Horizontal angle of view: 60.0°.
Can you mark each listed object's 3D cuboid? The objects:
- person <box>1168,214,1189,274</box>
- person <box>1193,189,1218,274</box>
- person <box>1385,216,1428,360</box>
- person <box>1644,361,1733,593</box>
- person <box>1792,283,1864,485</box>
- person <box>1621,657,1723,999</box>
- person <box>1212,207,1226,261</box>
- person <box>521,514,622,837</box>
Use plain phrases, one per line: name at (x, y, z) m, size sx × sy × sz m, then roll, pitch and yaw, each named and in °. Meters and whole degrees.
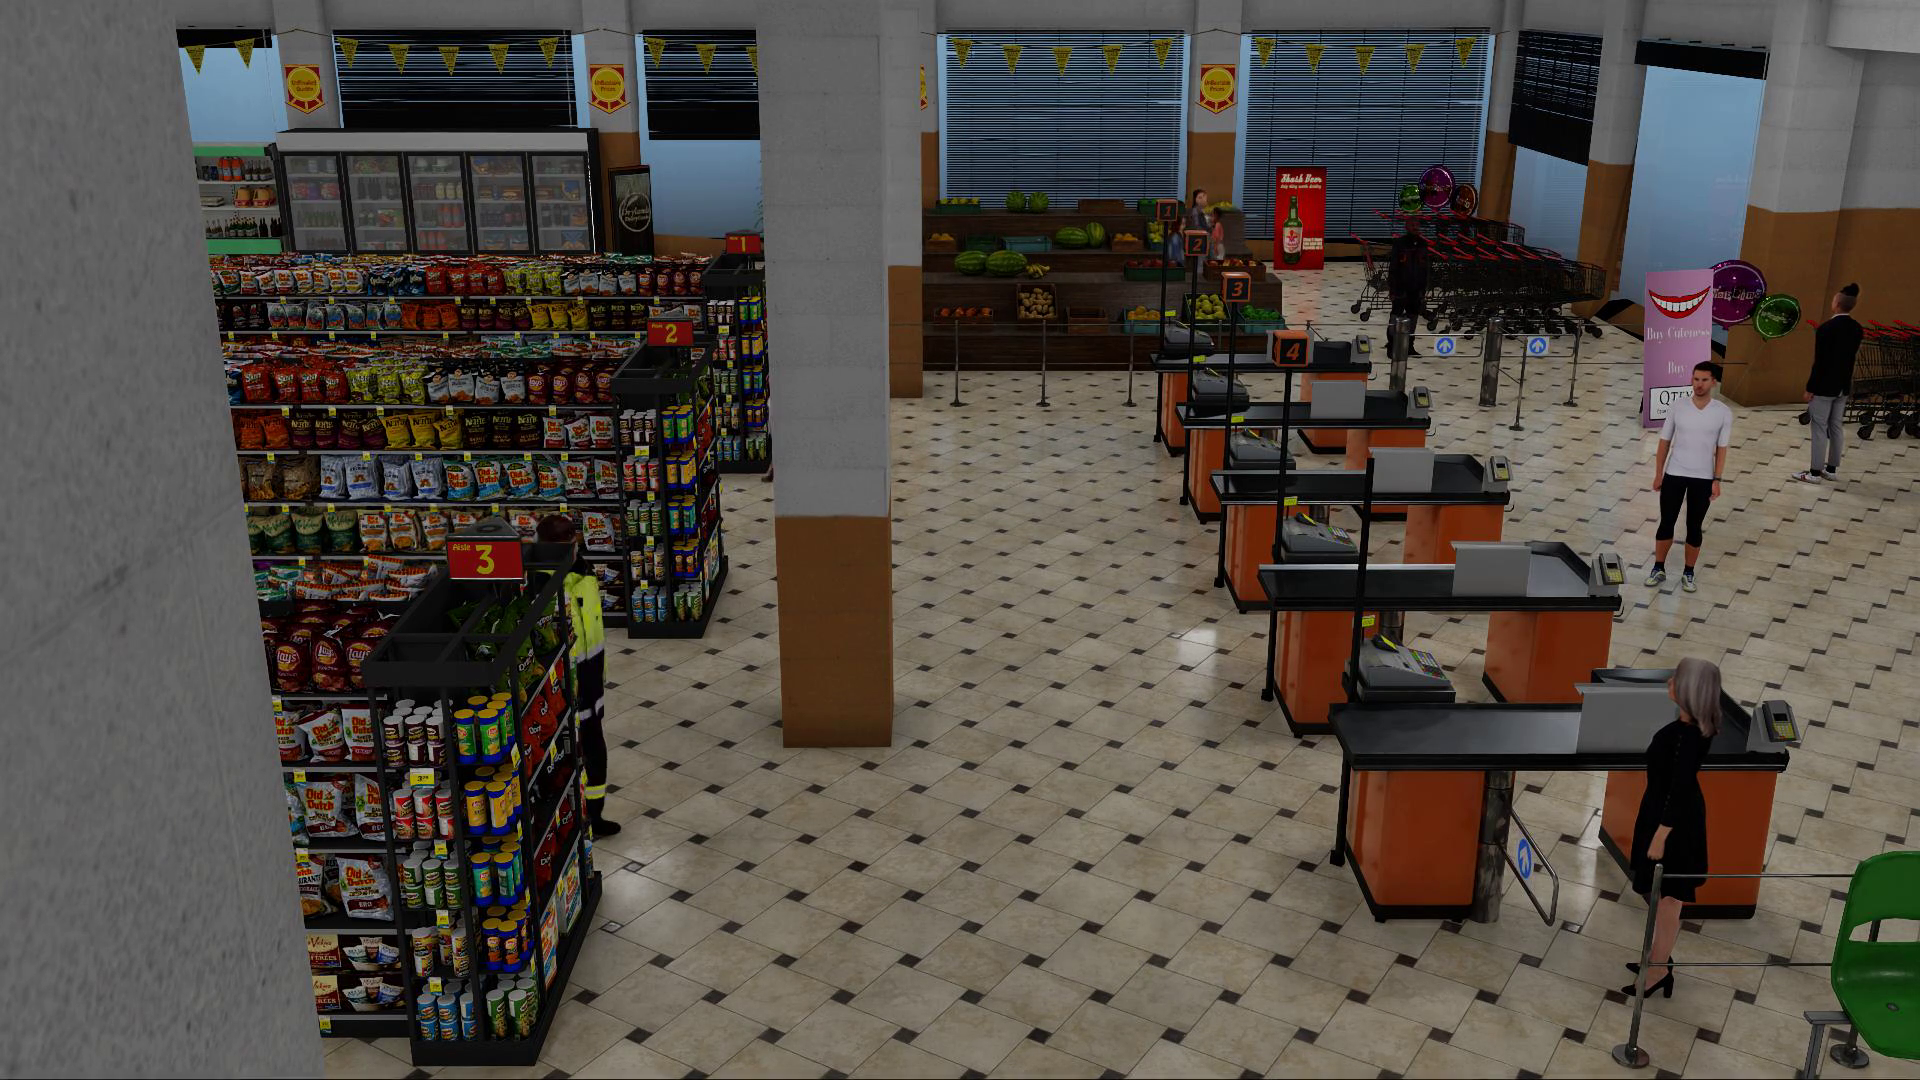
person at (3.078, -3.993, 24.202) m, size 0.729 × 1.460 × 0.685 m, roll 8°, pitch 20°, yaw 23°
person at (3.757, -4.599, 25.716) m, size 0.837 × 1.641 × 0.782 m, roll 11°, pitch 21°, yaw 29°
person at (5.787, -3.282, 21.523) m, size 0.635 × 1.825 × 0.821 m, roll -4°, pitch 19°, yaw -13°
person at (5.831, -0.524, 13.301) m, size 0.673 × 1.852 × 0.808 m, roll 9°, pitch 21°, yaw 25°
person at (8.440, -1.521, 16.103) m, size 0.684 × 1.950 × 0.851 m, roll -8°, pitch 20°, yaw -22°
person at (3.367, 1.360, 7.877) m, size 0.711 × 1.747 × 0.691 m, roll 10°, pitch 21°, yaw 27°
person at (4.100, -4.554, 26.132) m, size 0.673 × 1.289 × 0.571 m, roll 2°, pitch 19°, yaw 7°
person at (-2.270, 0.774, 9.286) m, size 0.986 × 1.958 × 0.926 m, roll 7°, pitch 20°, yaw 19°
